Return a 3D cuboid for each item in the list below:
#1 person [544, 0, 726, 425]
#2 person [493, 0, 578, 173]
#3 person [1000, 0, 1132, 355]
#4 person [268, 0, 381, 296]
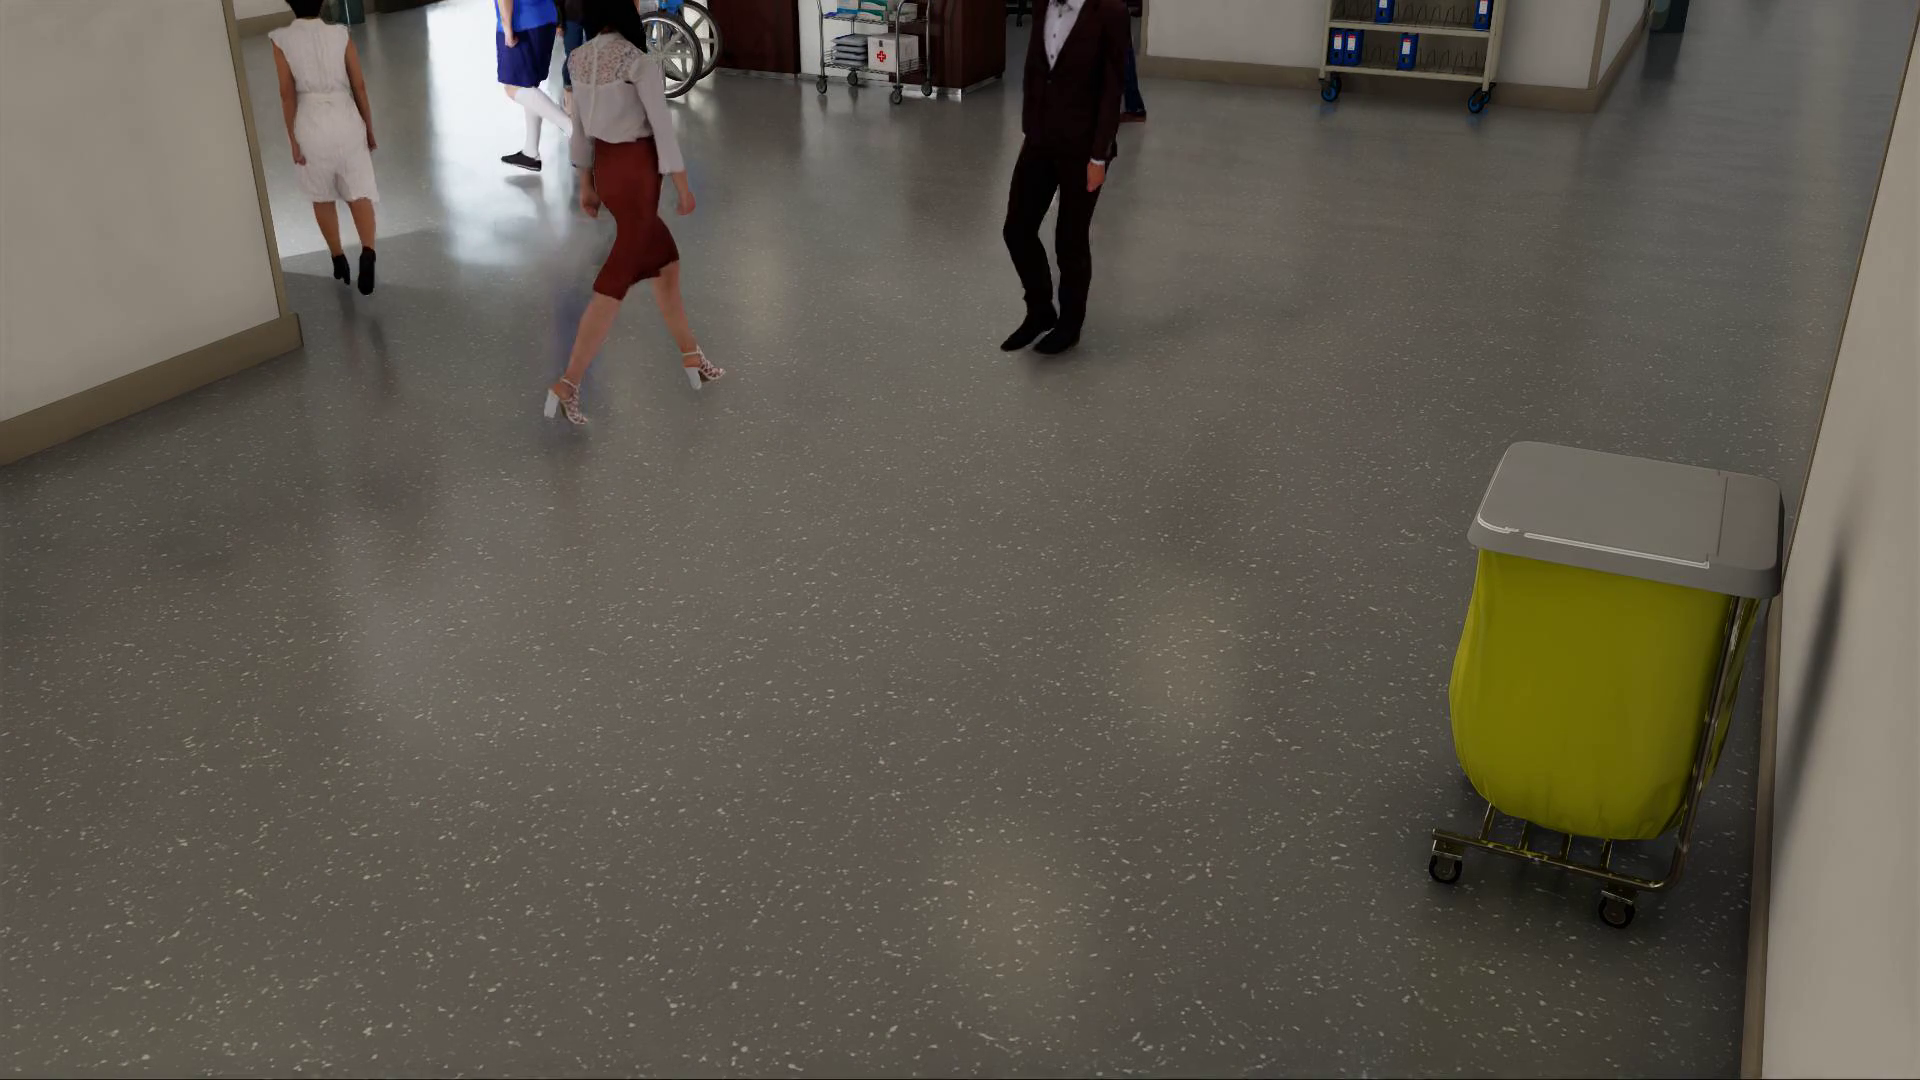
[{"bbox_3d":[-1.313,-1.242,6.305,1.138,1.703,0.912,23,34,39],"label":"person"},{"bbox_3d":[-2.566,-3.111,10.044,1.019,1.823,0.722,9,27,18],"label":"person"},{"bbox_3d":[0.506,-1.696,7.084,0.651,1.845,0.826,21,33,37],"label":"person"},{"bbox_3d":[-2.952,-1.874,7.815,0.927,1.531,1.037,-12,28,-23],"label":"person"}]
